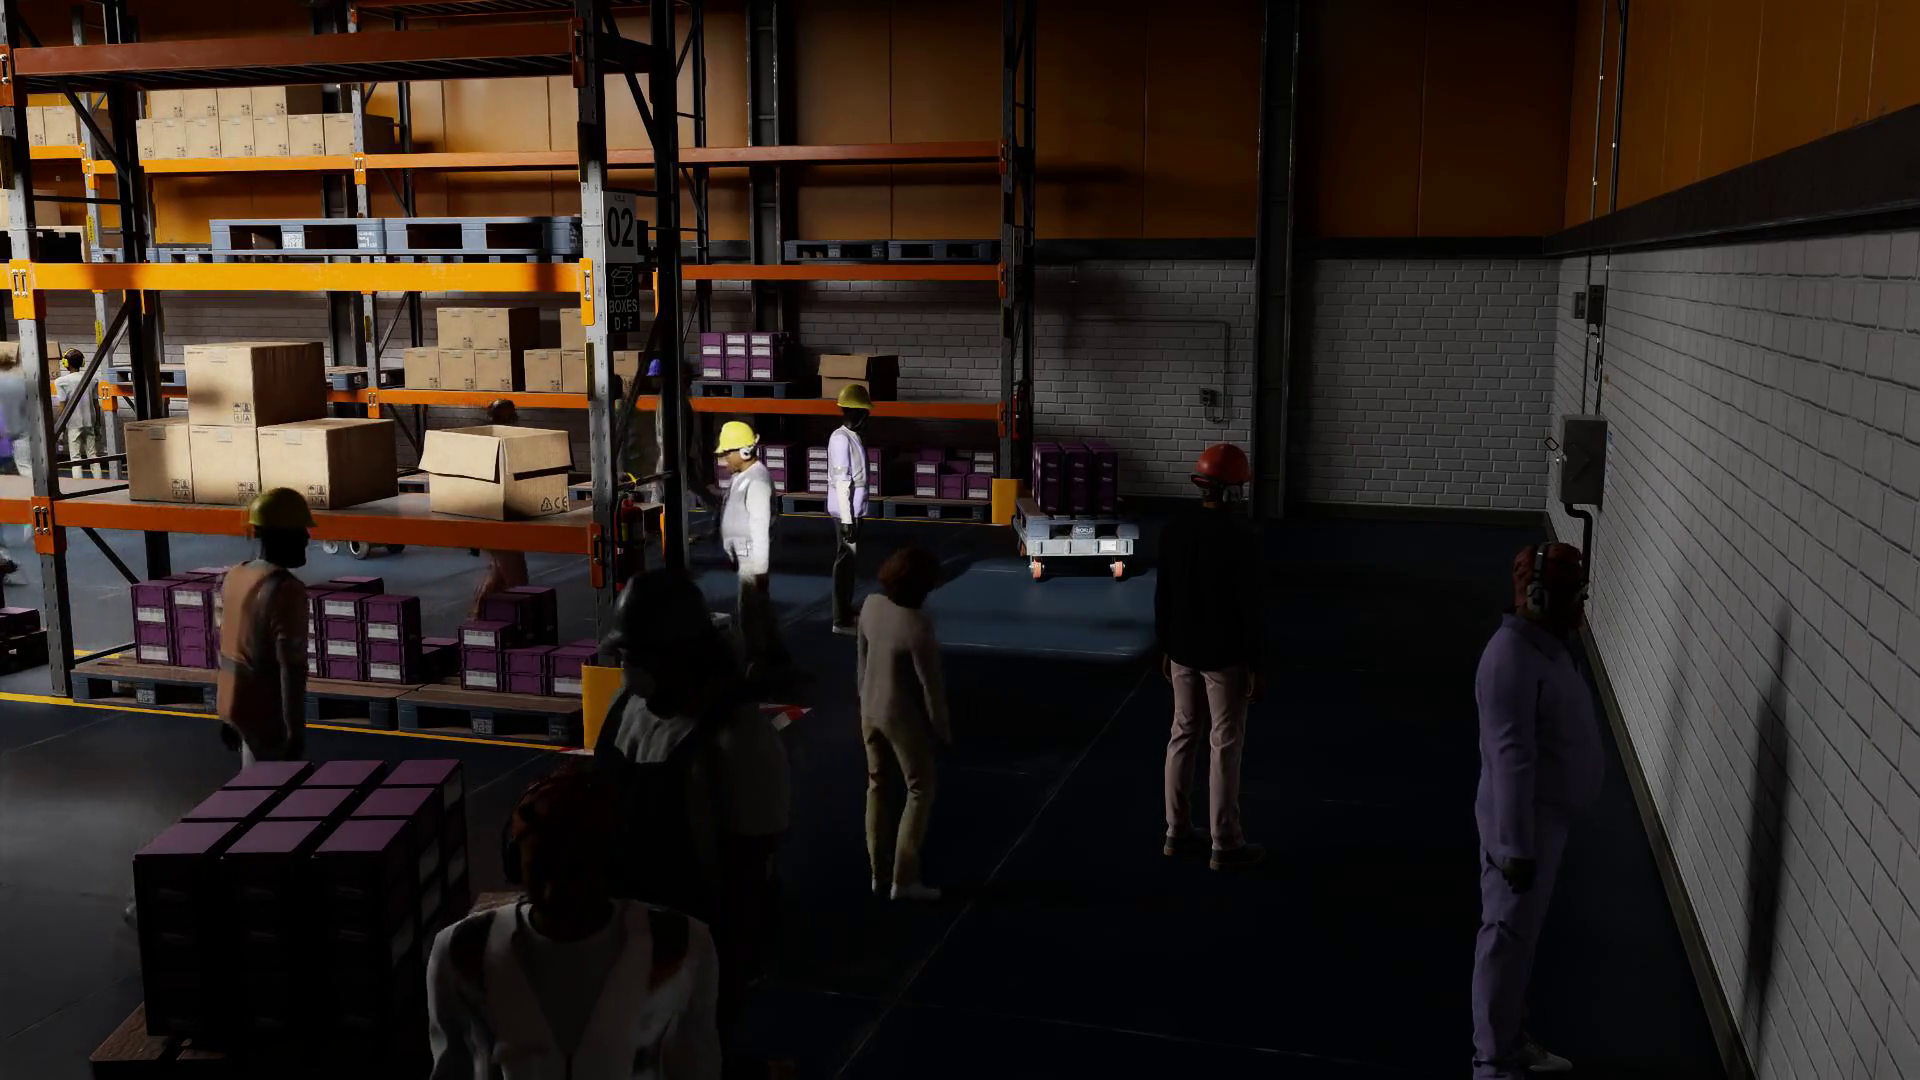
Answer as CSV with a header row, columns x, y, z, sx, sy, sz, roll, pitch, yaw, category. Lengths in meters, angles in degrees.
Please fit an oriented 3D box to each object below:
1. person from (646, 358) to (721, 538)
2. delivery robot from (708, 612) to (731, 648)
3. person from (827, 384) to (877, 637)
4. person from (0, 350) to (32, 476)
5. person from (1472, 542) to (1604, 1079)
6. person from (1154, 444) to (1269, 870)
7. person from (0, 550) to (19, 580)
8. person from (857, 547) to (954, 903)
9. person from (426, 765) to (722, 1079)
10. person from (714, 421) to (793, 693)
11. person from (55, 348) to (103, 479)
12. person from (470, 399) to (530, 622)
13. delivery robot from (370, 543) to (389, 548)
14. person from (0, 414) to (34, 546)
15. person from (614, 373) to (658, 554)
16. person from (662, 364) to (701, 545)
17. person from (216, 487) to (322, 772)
x,y,z,sx,sy,sz,roll,pitch,yaw,category
-2.871,-0.933,17.158,1.044,1.892,0.642,0,9,2,person
-1.938,0.604,11.529,0.707,0.478,0.477,5,11,28,delivery robot
-0.817,-0.231,12.727,0.379,1.925,0.594,1,9,5,person
-10.675,-1.185,18.691,0.643,1.902,0.993,-9,13,-44,person
1.936,0.950,5.592,0.406,1.911,0.639,5,10,26,person
1.198,0.540,7.824,0.396,1.992,0.623,-8,12,-41,person
-8.803,-0.505,14.544,0.892,1.898,0.636,-3,10,-18,person
-0.276,0.815,7.365,0.339,1.602,0.532,-9,13,-44,person
-0.764,1.341,3.338,0.577,1.869,0.480,-1,9,-9,person
-1.374,0.095,11.168,0.536,1.796,0.785,-2,10,-13,person
-10.310,-1.307,19.464,0.327,1.872,0.516,6,11,34,person
-3.340,-0.111,12.222,0.984,1.866,0.646,5,10,26,person
-5.856,-0.170,16.246,0.707,0.478,0.477,6,11,33,delivery robot
-9.597,-0.814,16.573,0.630,1.829,0.592,-4,10,-23,person
-3.195,-0.674,15.757,0.477,1.829,0.620,0,9,-1,person
-2.842,-0.874,16.908,0.345,1.844,0.507,1,9,5,person
-3.032,0.728,7.028,0.602,1.890,0.904,8,13,42,person
